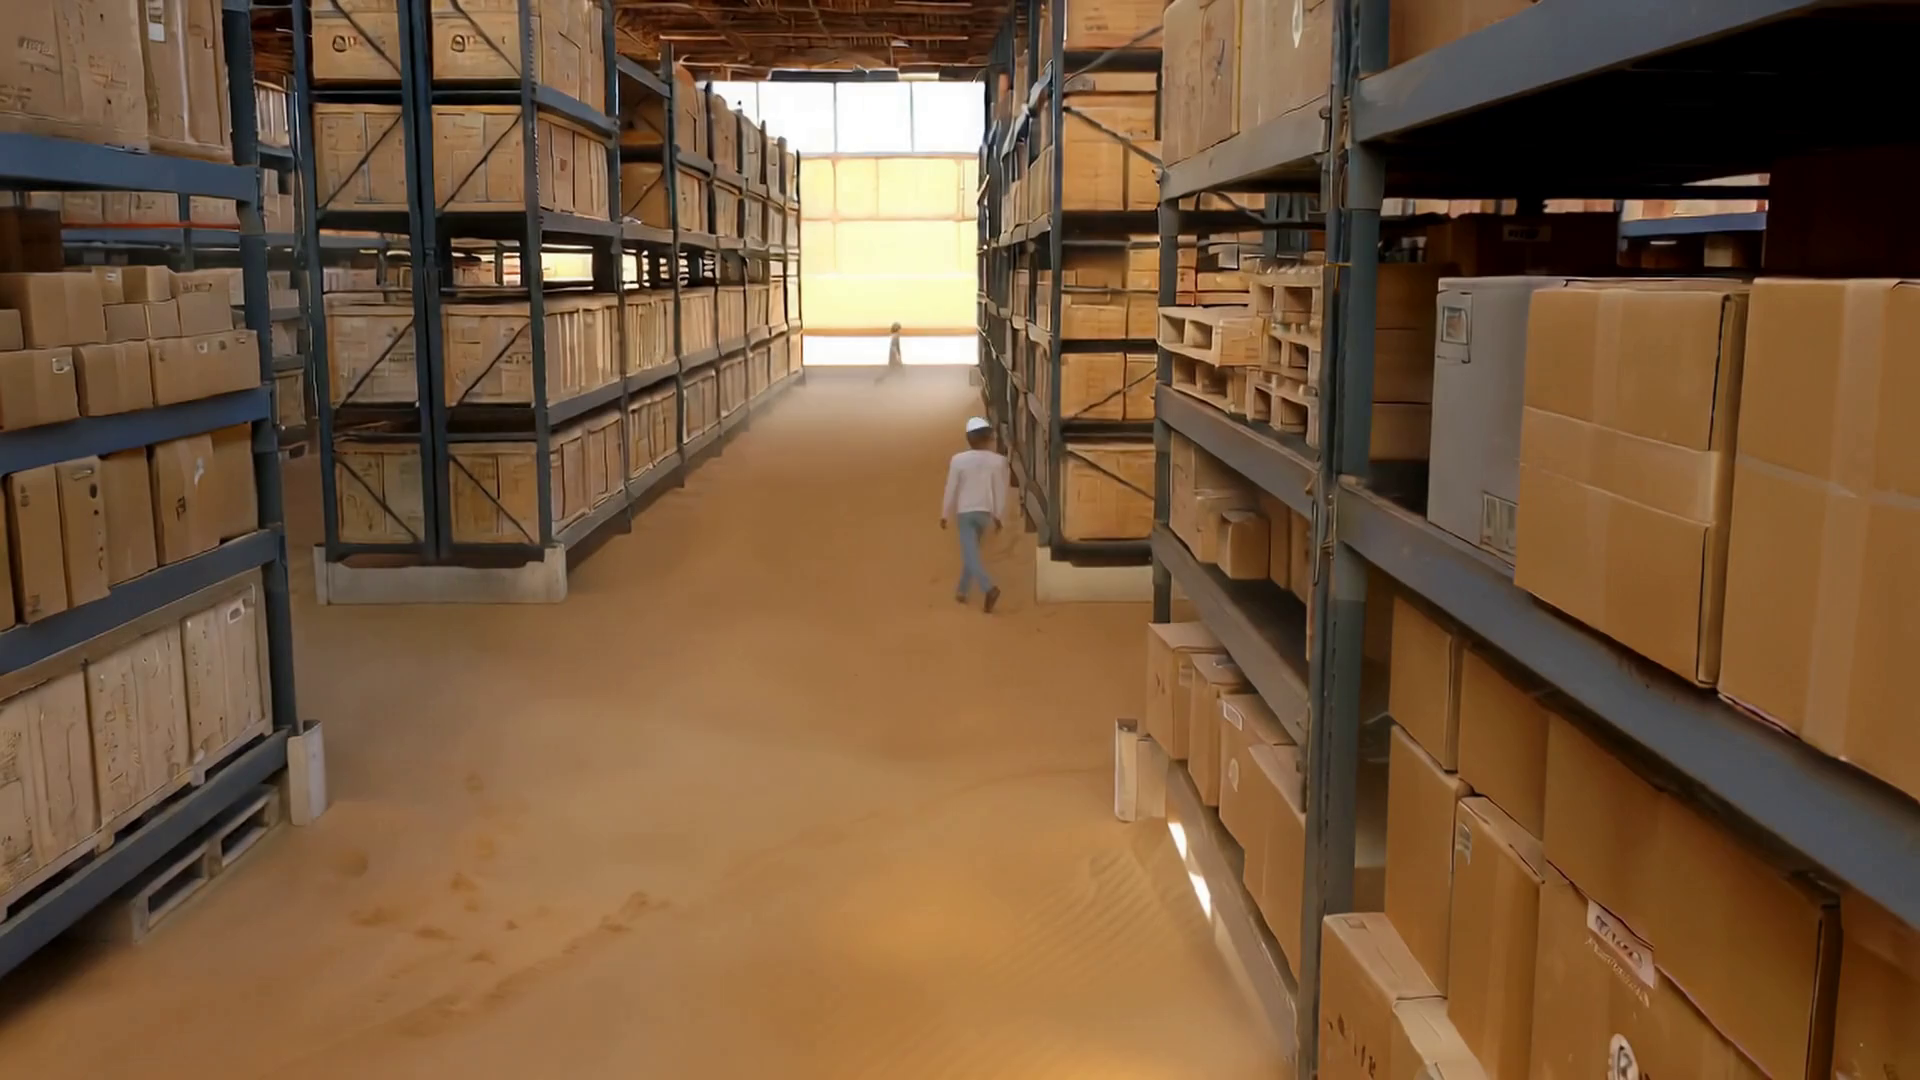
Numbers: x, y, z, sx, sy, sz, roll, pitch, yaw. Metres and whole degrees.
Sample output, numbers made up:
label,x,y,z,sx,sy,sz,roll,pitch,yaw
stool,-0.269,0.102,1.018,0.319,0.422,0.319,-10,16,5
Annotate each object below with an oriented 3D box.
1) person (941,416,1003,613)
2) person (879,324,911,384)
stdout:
label,x,y,z,sx,sy,sz,roll,pitch,yaw
person,0.166,-0.233,14.846,0.572,1.724,0.834,-4,10,-25
person,-1.746,-4.896,43.795,0.844,1.597,0.529,0,9,-1
